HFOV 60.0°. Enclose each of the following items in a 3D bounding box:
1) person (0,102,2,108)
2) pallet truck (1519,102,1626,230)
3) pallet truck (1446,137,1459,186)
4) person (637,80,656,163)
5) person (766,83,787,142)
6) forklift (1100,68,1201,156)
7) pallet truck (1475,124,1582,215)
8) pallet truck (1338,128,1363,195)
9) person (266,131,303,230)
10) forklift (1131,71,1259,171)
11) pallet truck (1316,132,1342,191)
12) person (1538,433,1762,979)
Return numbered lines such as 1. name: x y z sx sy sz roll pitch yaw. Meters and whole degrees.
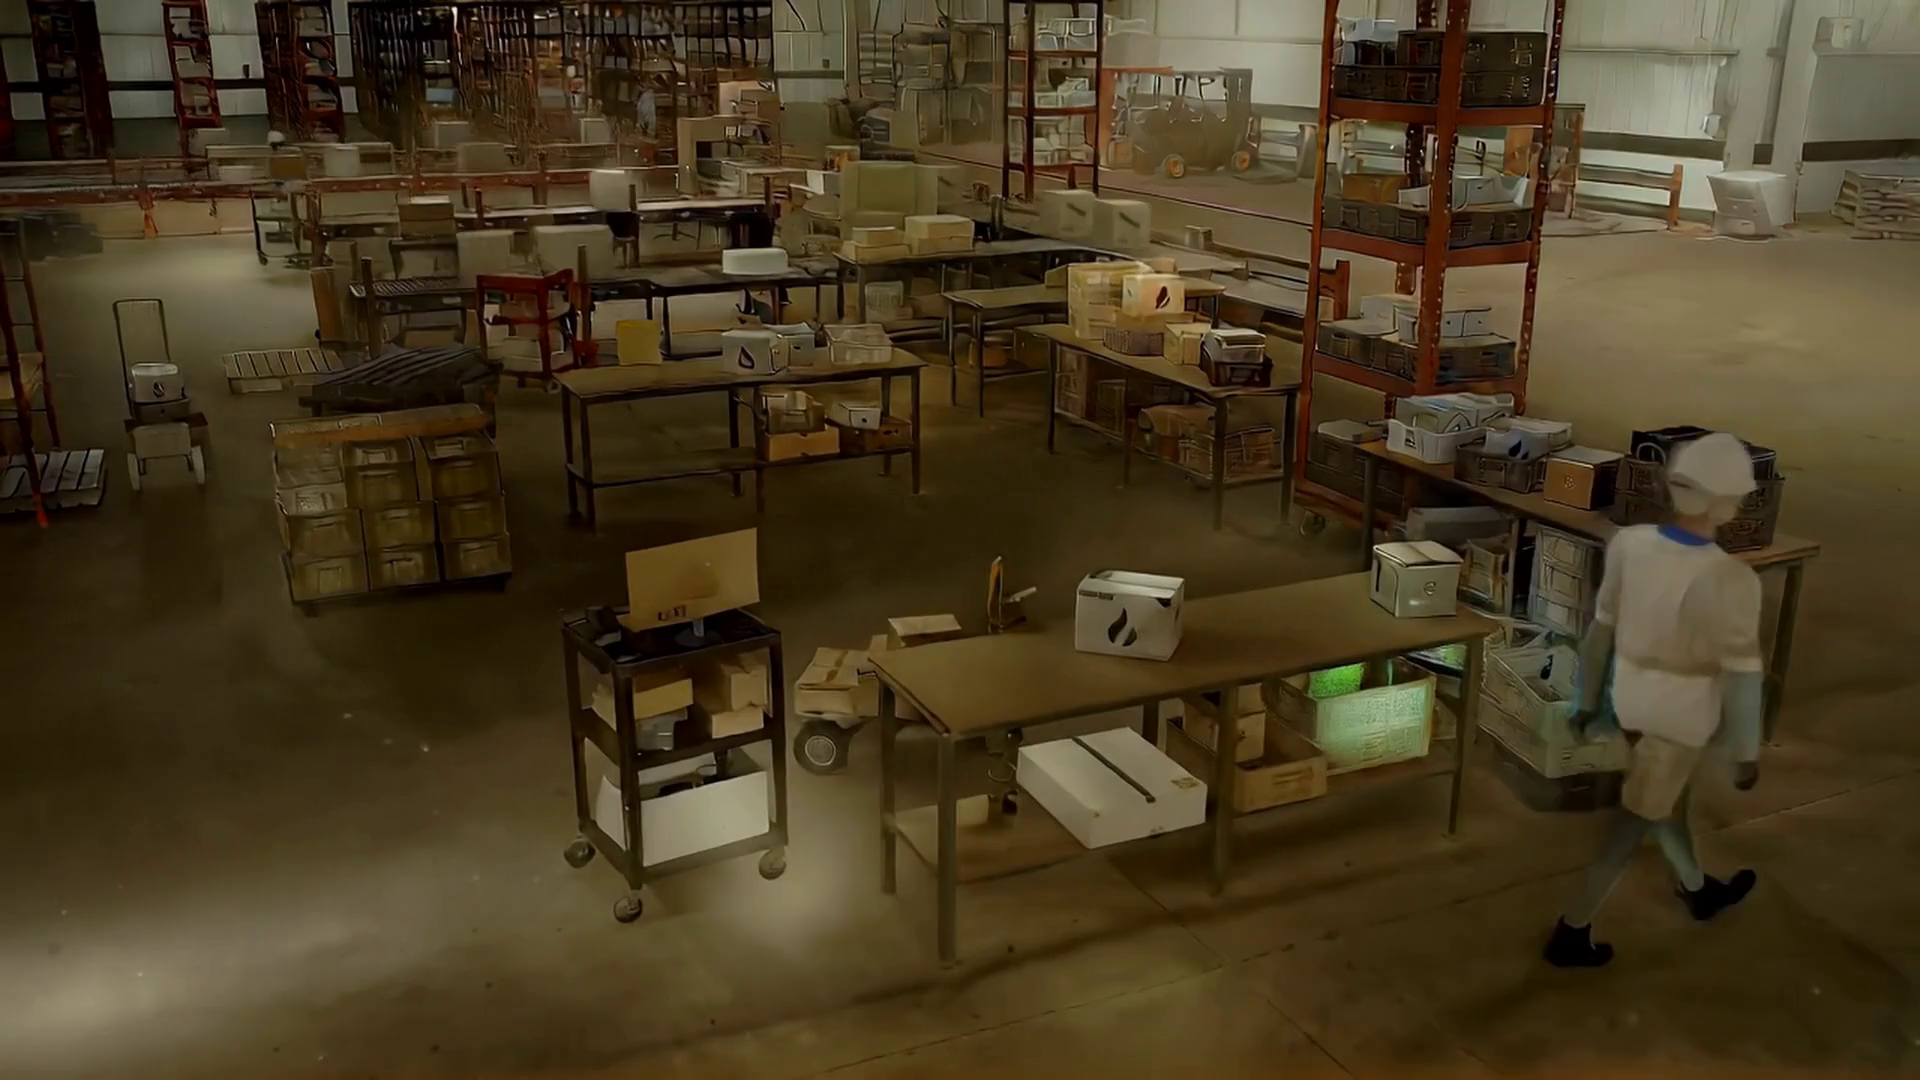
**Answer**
1. person: -28.003 -12.819 48.395 0.384 1.845 0.569 0 18 0
2. pallet truck: 9.972 -6.037 26.785 1.885 1.965 0.823 -9 20 -25
3. pallet truck: 9.184 -6.485 29.328 1.630 1.274 0.653 -8 19 -23
4. person: -7.037 -9.343 37.348 0.409 1.907 0.651 -6 19 -19
5. person: -4.187 -9.669 38.555 0.639 1.789 0.615 -7 19 -21
6. forklift: 4.082 -9.564 37.410 2.680 1.987 1.157 -8 19 -23
7. pallet truck: 9.707 -6.455 28.103 1.885 1.965 0.823 -7 19 -20
8. pallet truck: 7.845 -7.140 31.411 1.522 1.261 0.704 -9 20 -25
9. person: -9.752 -5.033 24.048 0.528 1.730 0.880 13 22 35
10. forklift: 4.998 -8.936 35.413 2.680 1.987 1.157 -9 20 -25
11. pallet truck: 7.723 -7.504 32.656 1.601 1.201 0.680 -8 19 -23
12. person: 2.564 0.598 5.901 1.070 1.985 0.632 -6 19 -20
